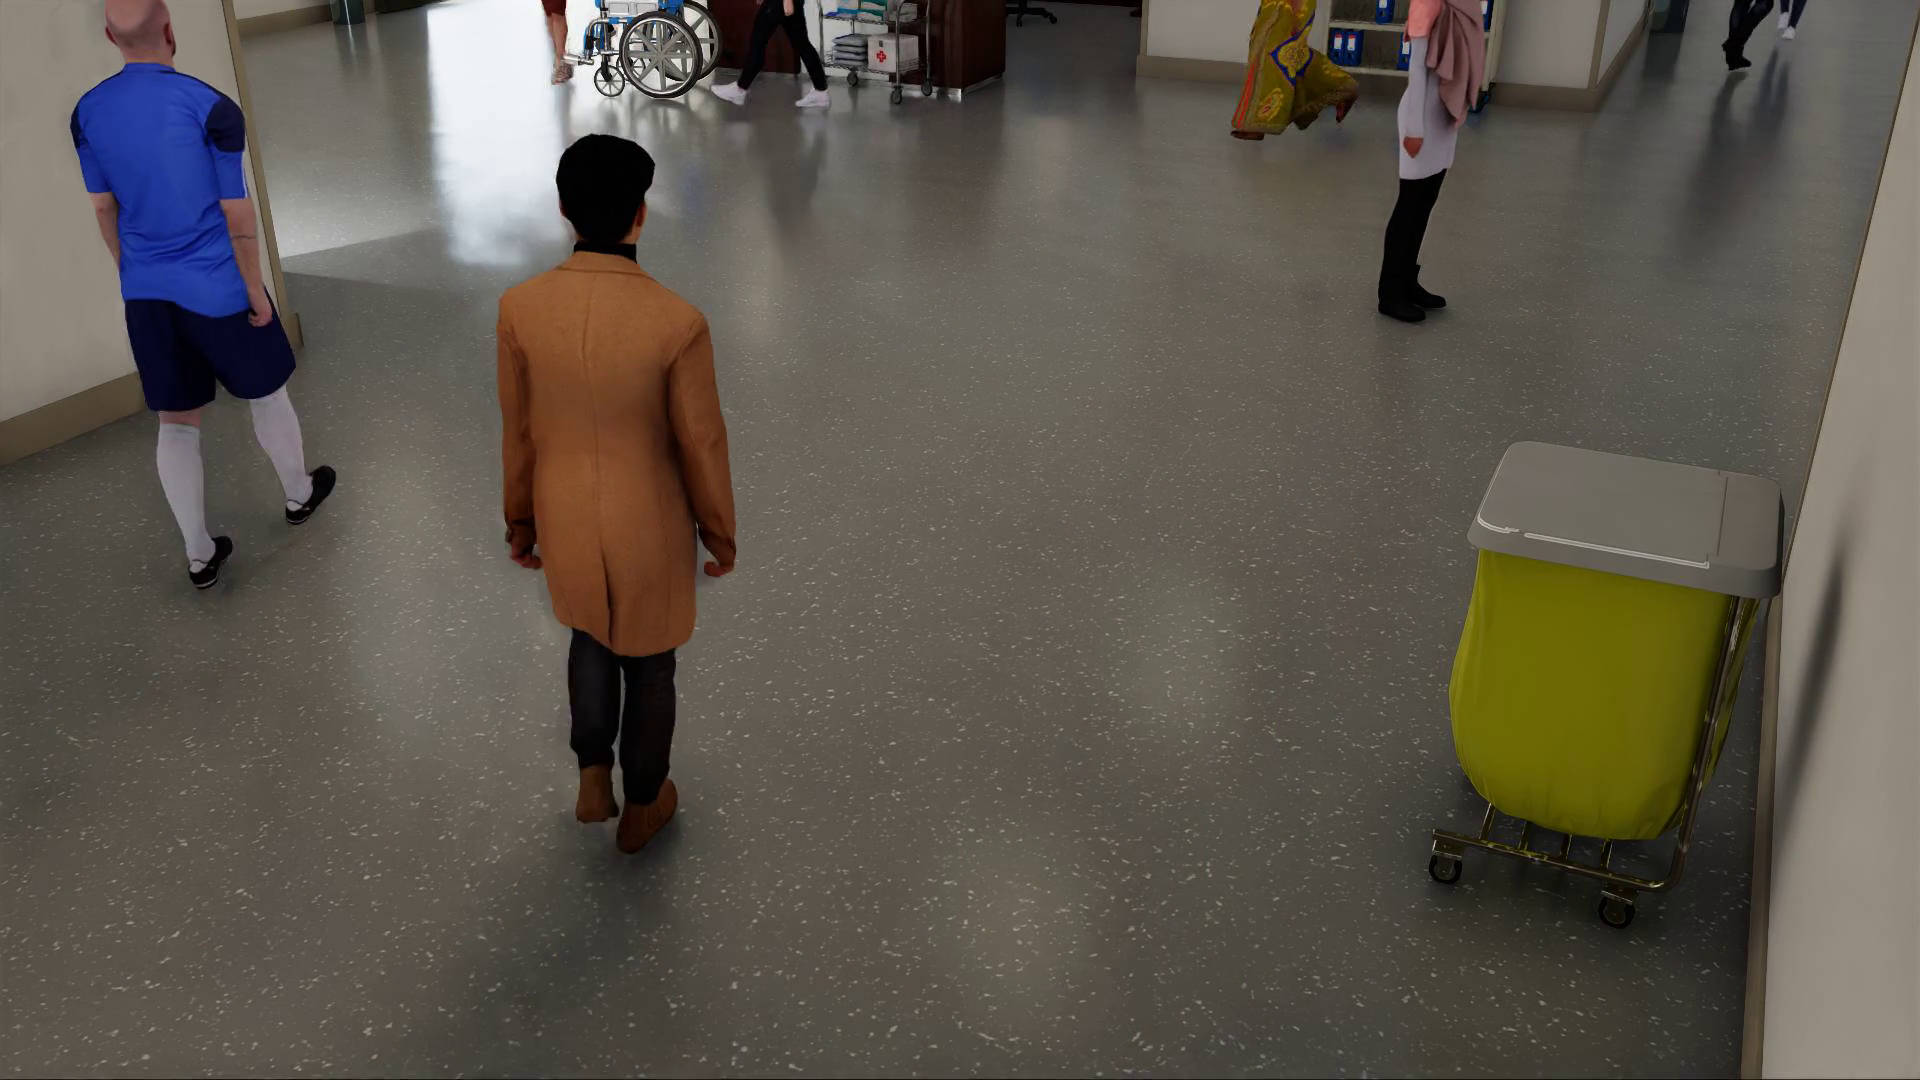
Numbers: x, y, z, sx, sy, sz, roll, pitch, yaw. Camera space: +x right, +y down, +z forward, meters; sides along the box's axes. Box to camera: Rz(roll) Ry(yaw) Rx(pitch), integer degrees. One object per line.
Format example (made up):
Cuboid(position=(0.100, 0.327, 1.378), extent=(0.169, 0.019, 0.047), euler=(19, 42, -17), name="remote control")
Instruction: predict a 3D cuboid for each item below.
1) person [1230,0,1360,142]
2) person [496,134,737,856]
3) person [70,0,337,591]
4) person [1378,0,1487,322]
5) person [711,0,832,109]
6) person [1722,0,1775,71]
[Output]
Cuboid(position=(2.245, -3.456, 10.979), extent=(1.162, 1.632, 0.921), euler=(3, 26, 7), name="person")
Cuboid(position=(-0.799, -0.018, 3.702), extent=(0.749, 1.718, 0.832), euler=(4, 26, 8), name="person")
Cuboid(position=(-2.379, -0.715, 5.090), extent=(1.048, 1.810, 1.007), euler=(-1, 26, -1), name="person")
Cuboid(position=(2.147, -1.919, 7.594), extent=(0.660, 1.803, 0.680), euler=(19, 32, 34), name="person")
Cuboid(position=(-1.180, -3.855, 11.846), extent=(1.175, 1.597, 0.934), euler=(-1, 26, -1), name="person")
Cuboid(position=(6.295, -4.644, 13.155), extent=(1.049, 1.882, 1.011), euler=(22, 33, 38), name="person")
